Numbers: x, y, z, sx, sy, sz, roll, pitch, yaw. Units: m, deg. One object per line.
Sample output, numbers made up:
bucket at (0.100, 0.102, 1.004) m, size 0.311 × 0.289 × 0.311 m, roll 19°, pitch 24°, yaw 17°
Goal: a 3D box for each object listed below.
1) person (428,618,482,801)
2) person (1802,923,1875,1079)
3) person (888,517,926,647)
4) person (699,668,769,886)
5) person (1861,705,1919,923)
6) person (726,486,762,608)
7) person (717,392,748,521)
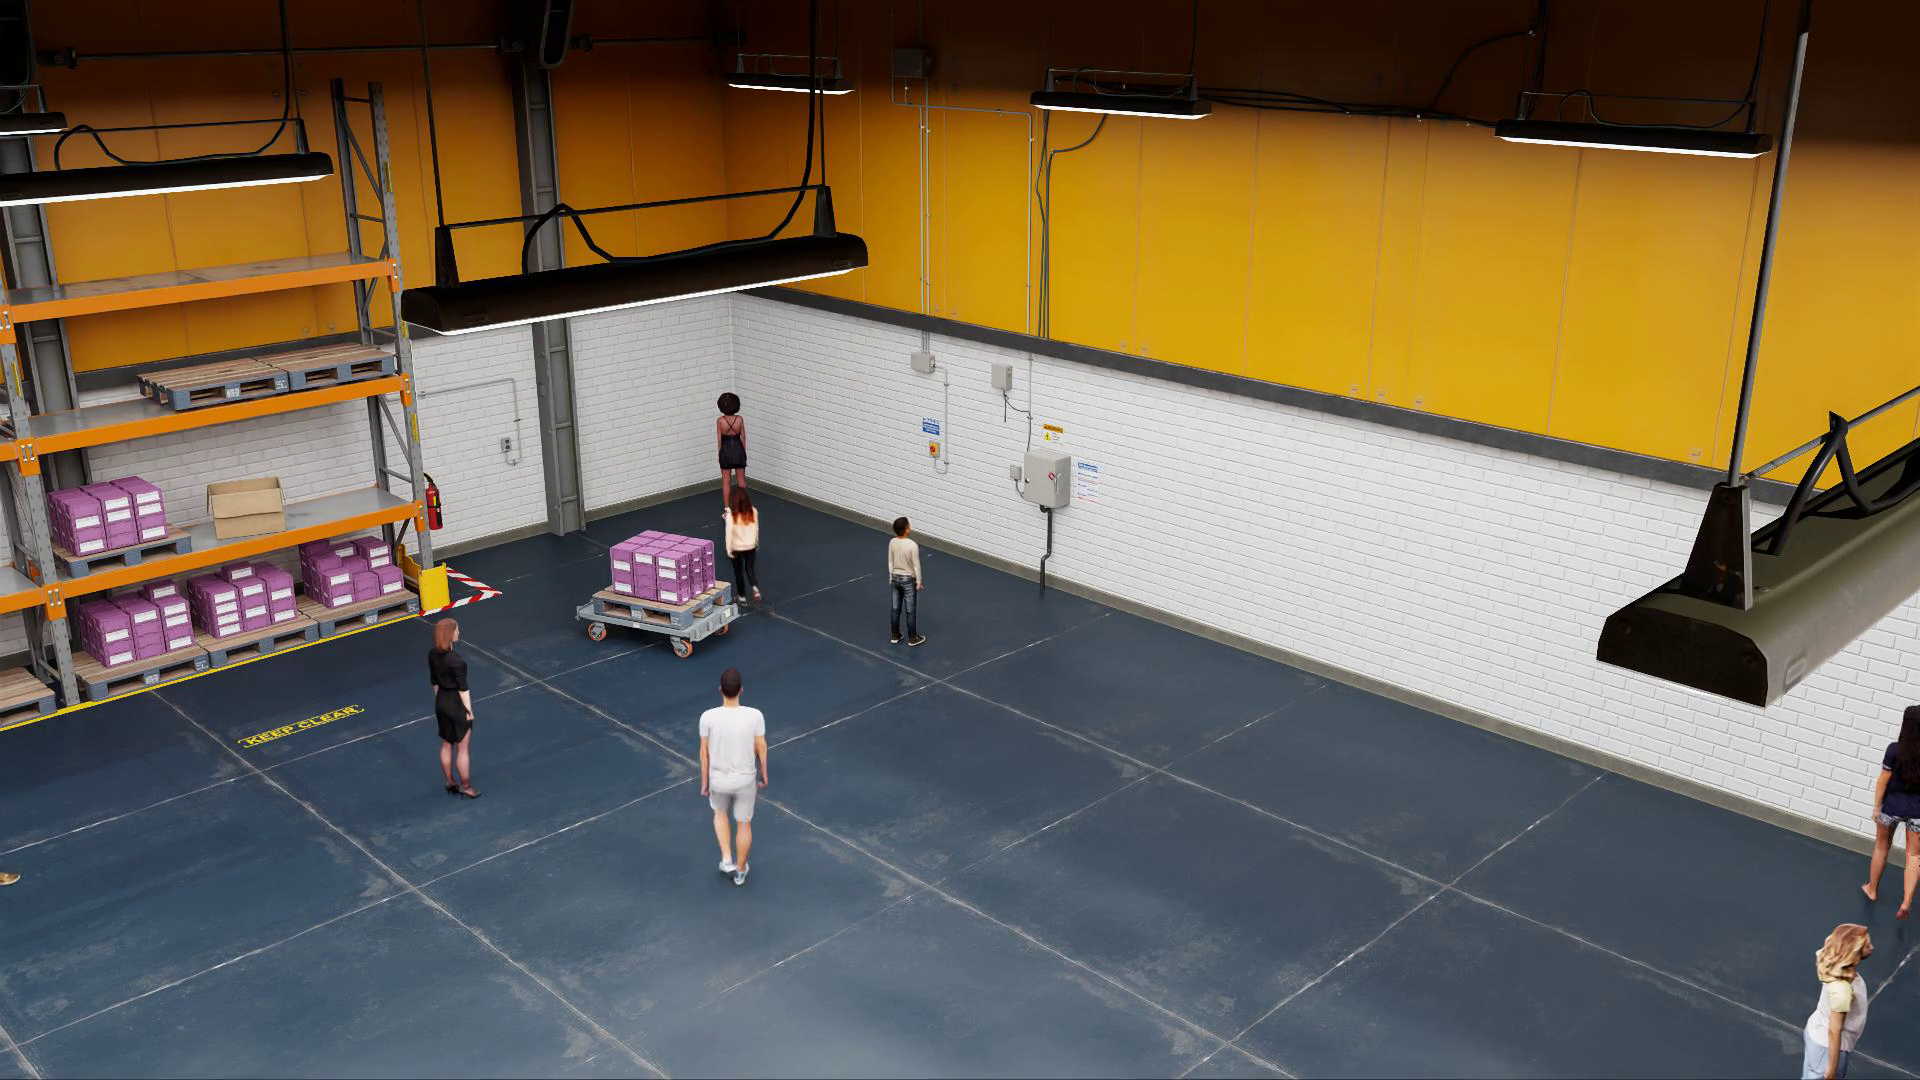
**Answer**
person at (-4.539, 1.512, 14.868) m, size 0.626 × 1.705 × 0.561 m, roll 12°, pitch 22°, yaw 32°
person at (5.286, 3.088, 10.161) m, size 0.762 × 1.722 × 0.645 m, roll 6°, pitch 19°, yaw 16°
person at (-0.628, 0.450, 18.399) m, size 0.607 × 1.465 × 0.594 m, roll 10°, pitch 21°, yaw 28°
person at (-1.827, 1.945, 13.368) m, size 0.794 × 1.842 × 0.879 m, roll -3°, pitch 19°, yaw -8°
person at (7.373, 2.141, 12.934) m, size 0.840 × 1.748 × 1.016 m, roll 6°, pitch 20°, yaw 17°
person at (-2.506, 0.099, 19.430) m, size 0.702 × 1.472 × 0.719 m, roll -11°, pitch 22°, yaw -30°
person at (-3.091, -1.130, 22.581) m, size 0.610 × 1.790 × 0.700 m, roll -5°, pitch 19°, yaw -15°
